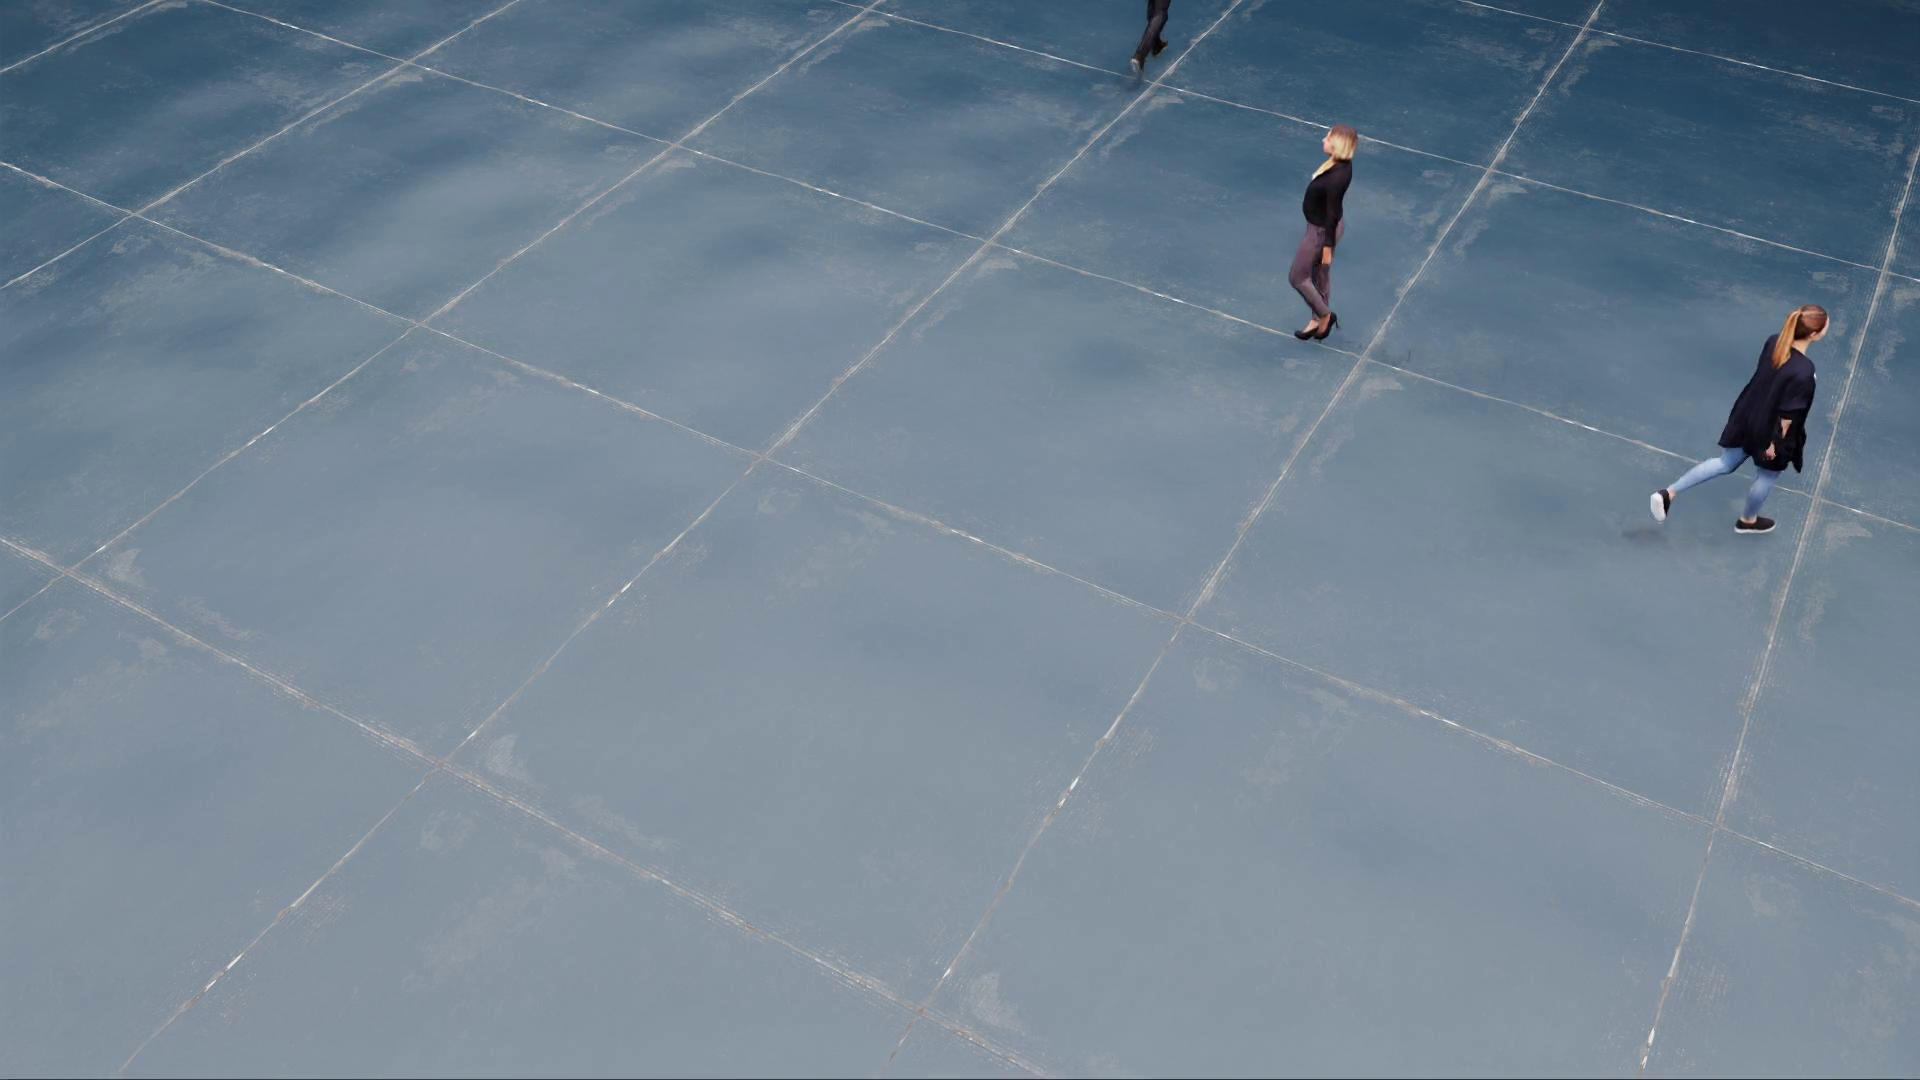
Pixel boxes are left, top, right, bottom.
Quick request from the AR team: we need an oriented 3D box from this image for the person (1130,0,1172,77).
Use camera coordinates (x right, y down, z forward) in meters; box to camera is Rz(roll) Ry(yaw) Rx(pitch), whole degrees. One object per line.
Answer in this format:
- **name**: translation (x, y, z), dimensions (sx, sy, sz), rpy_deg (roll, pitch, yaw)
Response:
- **person**: translation (1.674, -4.859, 14.278), dimensions (1.070, 1.746, 0.640), rpy_deg (21, 46, 22)

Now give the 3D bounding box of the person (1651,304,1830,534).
- **person**: translation (4.605, -0.657, 9.714), dimensions (1.066, 1.660, 1.080), rpy_deg (-4, 42, -5)

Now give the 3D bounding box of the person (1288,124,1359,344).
- **person**: translation (2.535, -2.017, 11.212), dimensions (0.700, 1.661, 0.595), rpy_deg (14, 44, 15)
